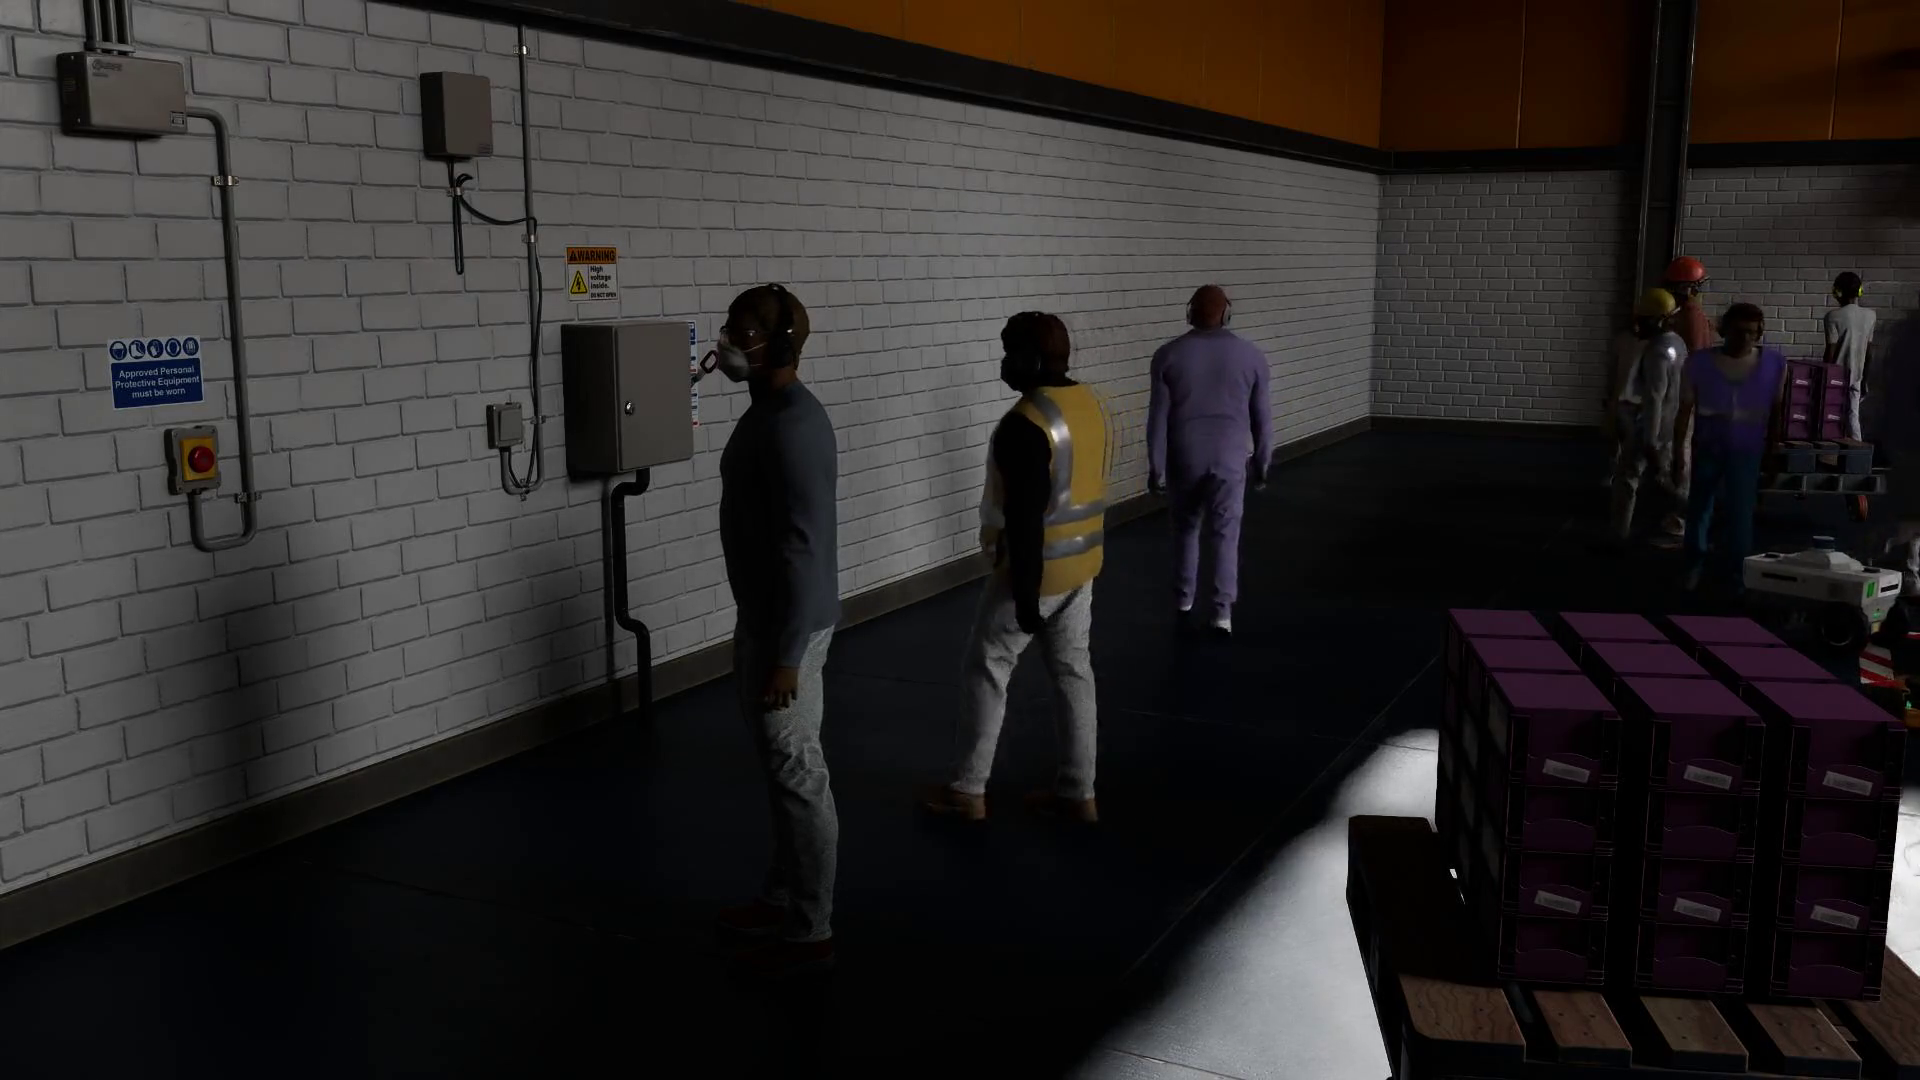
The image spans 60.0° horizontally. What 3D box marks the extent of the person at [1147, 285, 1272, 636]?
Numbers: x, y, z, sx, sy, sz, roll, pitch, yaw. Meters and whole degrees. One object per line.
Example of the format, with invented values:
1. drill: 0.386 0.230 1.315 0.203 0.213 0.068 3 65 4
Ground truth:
1. person: 1.344 -0.438 8.969 0.669 1.859 1.010 1 10 6

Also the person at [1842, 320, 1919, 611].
1. person: 5.245 -0.514 9.227 0.659 1.914 0.650 2 10 9

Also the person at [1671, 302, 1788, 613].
1. person: 4.424 -0.498 9.611 0.576 1.764 1.099 3 10 17

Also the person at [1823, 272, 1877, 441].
1. person: 7.498 -1.341 14.155 0.520 1.865 0.327 -2 10 -14

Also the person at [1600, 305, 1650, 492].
1. person: 5.644 -1.190 13.990 0.328 1.612 0.526 -7 12 -35

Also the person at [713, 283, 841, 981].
1. person: -0.521 0.256 4.686 0.364 1.939 0.636 -2 10 -13

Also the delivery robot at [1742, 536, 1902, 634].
1. delivery robot: 4.448 0.223 8.611 0.477 0.478 0.707 -7 12 -35

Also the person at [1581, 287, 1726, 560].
1. person: 4.567 -0.739 10.827 0.807 1.803 0.601 7 12 35

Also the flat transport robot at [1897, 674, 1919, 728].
1. flat transport robot: 4.752 0.699 6.947 1.431 0.197 0.652 5 11 27

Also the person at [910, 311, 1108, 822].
1. person: 0.189 0.104 5.922 0.669 1.825 0.640 6 11 30

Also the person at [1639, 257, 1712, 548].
1. person: 4.942 -0.941 11.455 0.382 1.993 0.622 4 10 19
